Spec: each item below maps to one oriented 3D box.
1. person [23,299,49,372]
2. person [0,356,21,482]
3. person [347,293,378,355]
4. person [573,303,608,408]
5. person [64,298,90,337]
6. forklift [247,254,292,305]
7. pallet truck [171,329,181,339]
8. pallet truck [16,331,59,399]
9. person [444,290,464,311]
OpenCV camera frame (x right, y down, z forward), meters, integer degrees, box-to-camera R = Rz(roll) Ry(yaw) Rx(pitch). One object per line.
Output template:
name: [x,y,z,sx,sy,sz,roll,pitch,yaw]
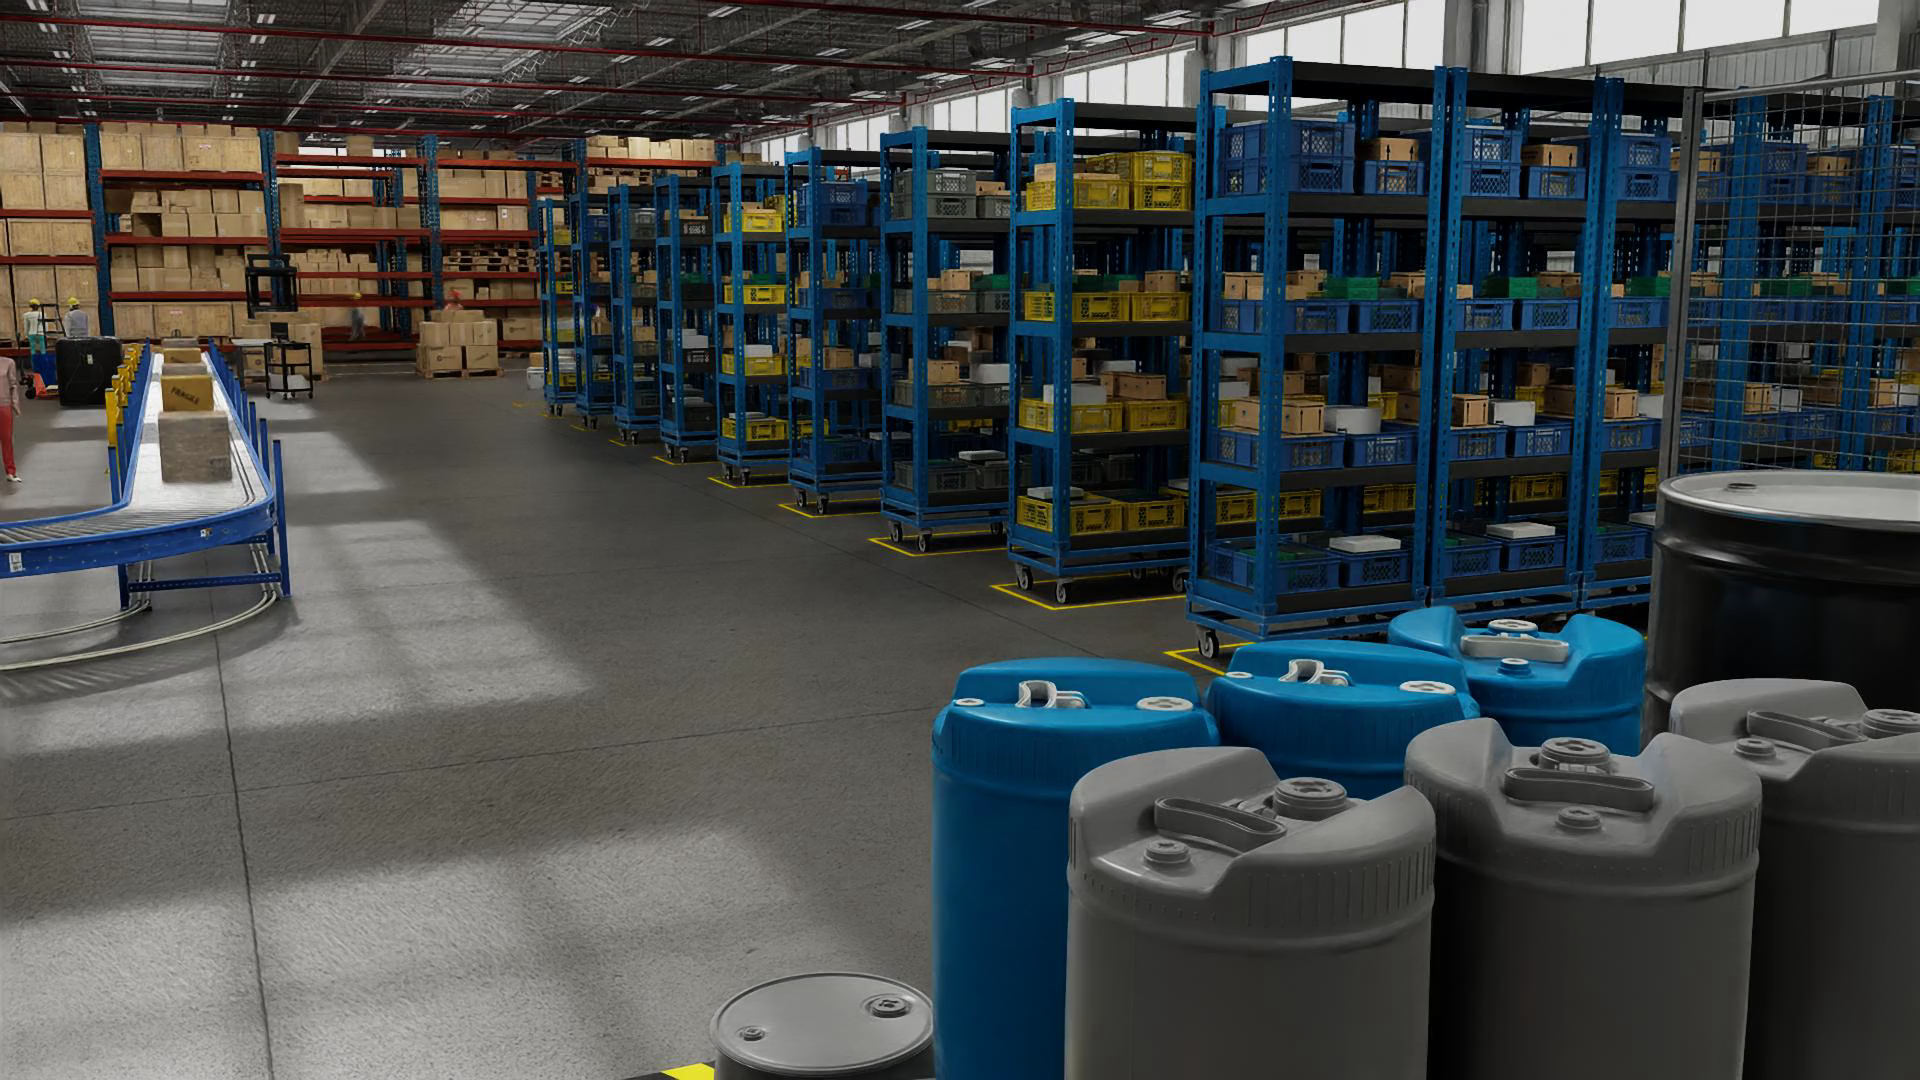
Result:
person: [-22.315,-4.941,40.214,0.522,1.761,0.322,-3,10,-17]
person: [-11.013,-1.520,18.964,0.533,1.768,0.310,-9,12,-43]
person: [-17.585,-6.325,48.733,0.939,1.782,0.596,-5,11,-29]
person: [-6.529,-3.314,29.682,0.649,1.890,1.003,6,11,35]
person: [-20.239,-4.633,38.127,0.403,1.823,0.591,5,10,26]
forklift: [-16.031,-5.266,38.761,1.129,2.768,1.873,-4,10,-25]
pallet truck: [-17.275,-3.851,35.096,1.601,1.201,0.680,0,9,1]
pallet truck: [-17.082,-3.353,31.781,1.630,1.274,0.653,-4,10,-25]
person: [-12.285,-5.137,40.791,0.908,1.957,0.664,5,11,31]
